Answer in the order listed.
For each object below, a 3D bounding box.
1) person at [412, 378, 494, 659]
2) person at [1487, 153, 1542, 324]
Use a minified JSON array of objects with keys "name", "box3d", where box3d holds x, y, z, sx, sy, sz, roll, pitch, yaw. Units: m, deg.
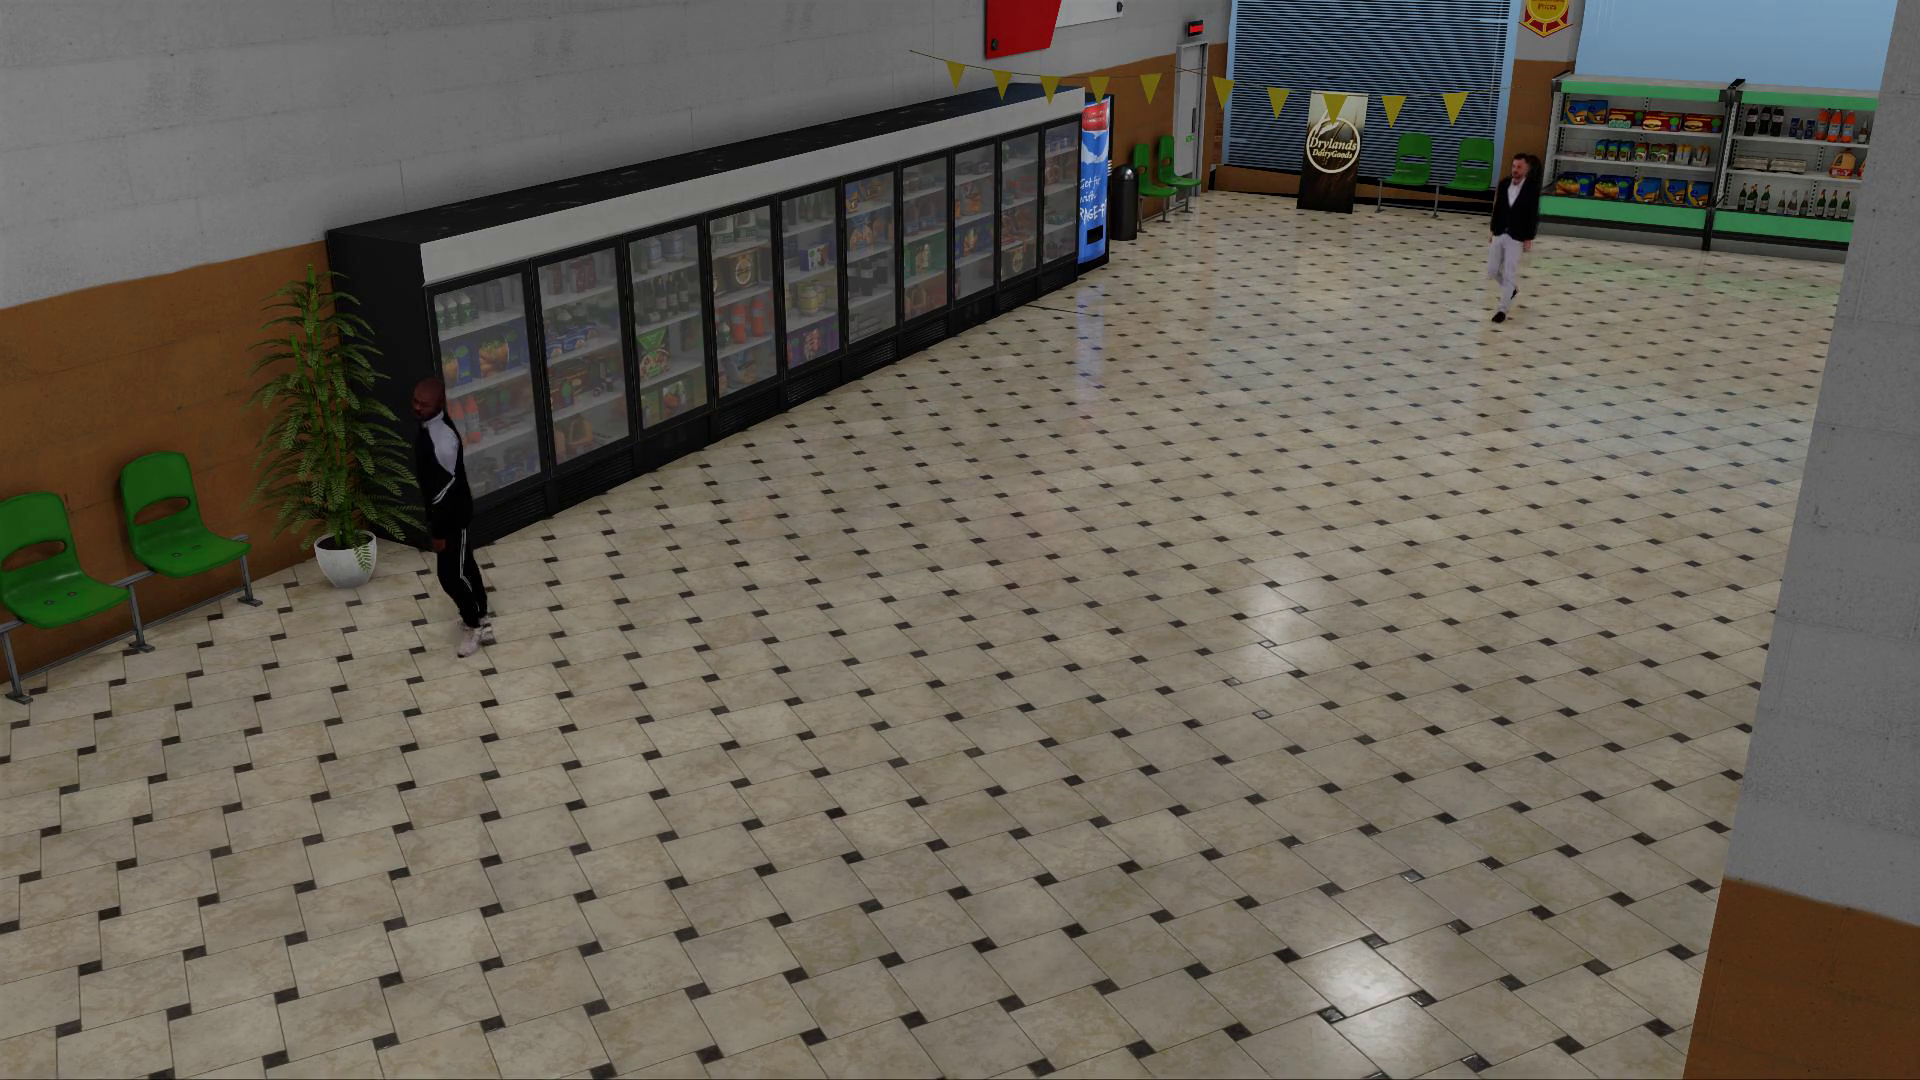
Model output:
[{"name":"person","box3d":[-3.179,-0.183,10.447,0.884,1.807,0.794,-2,22,-5]},{"name":"person","box3d":[6.076,-3.318,18.213,0.864,1.835,0.832,-19,29,-39]}]
